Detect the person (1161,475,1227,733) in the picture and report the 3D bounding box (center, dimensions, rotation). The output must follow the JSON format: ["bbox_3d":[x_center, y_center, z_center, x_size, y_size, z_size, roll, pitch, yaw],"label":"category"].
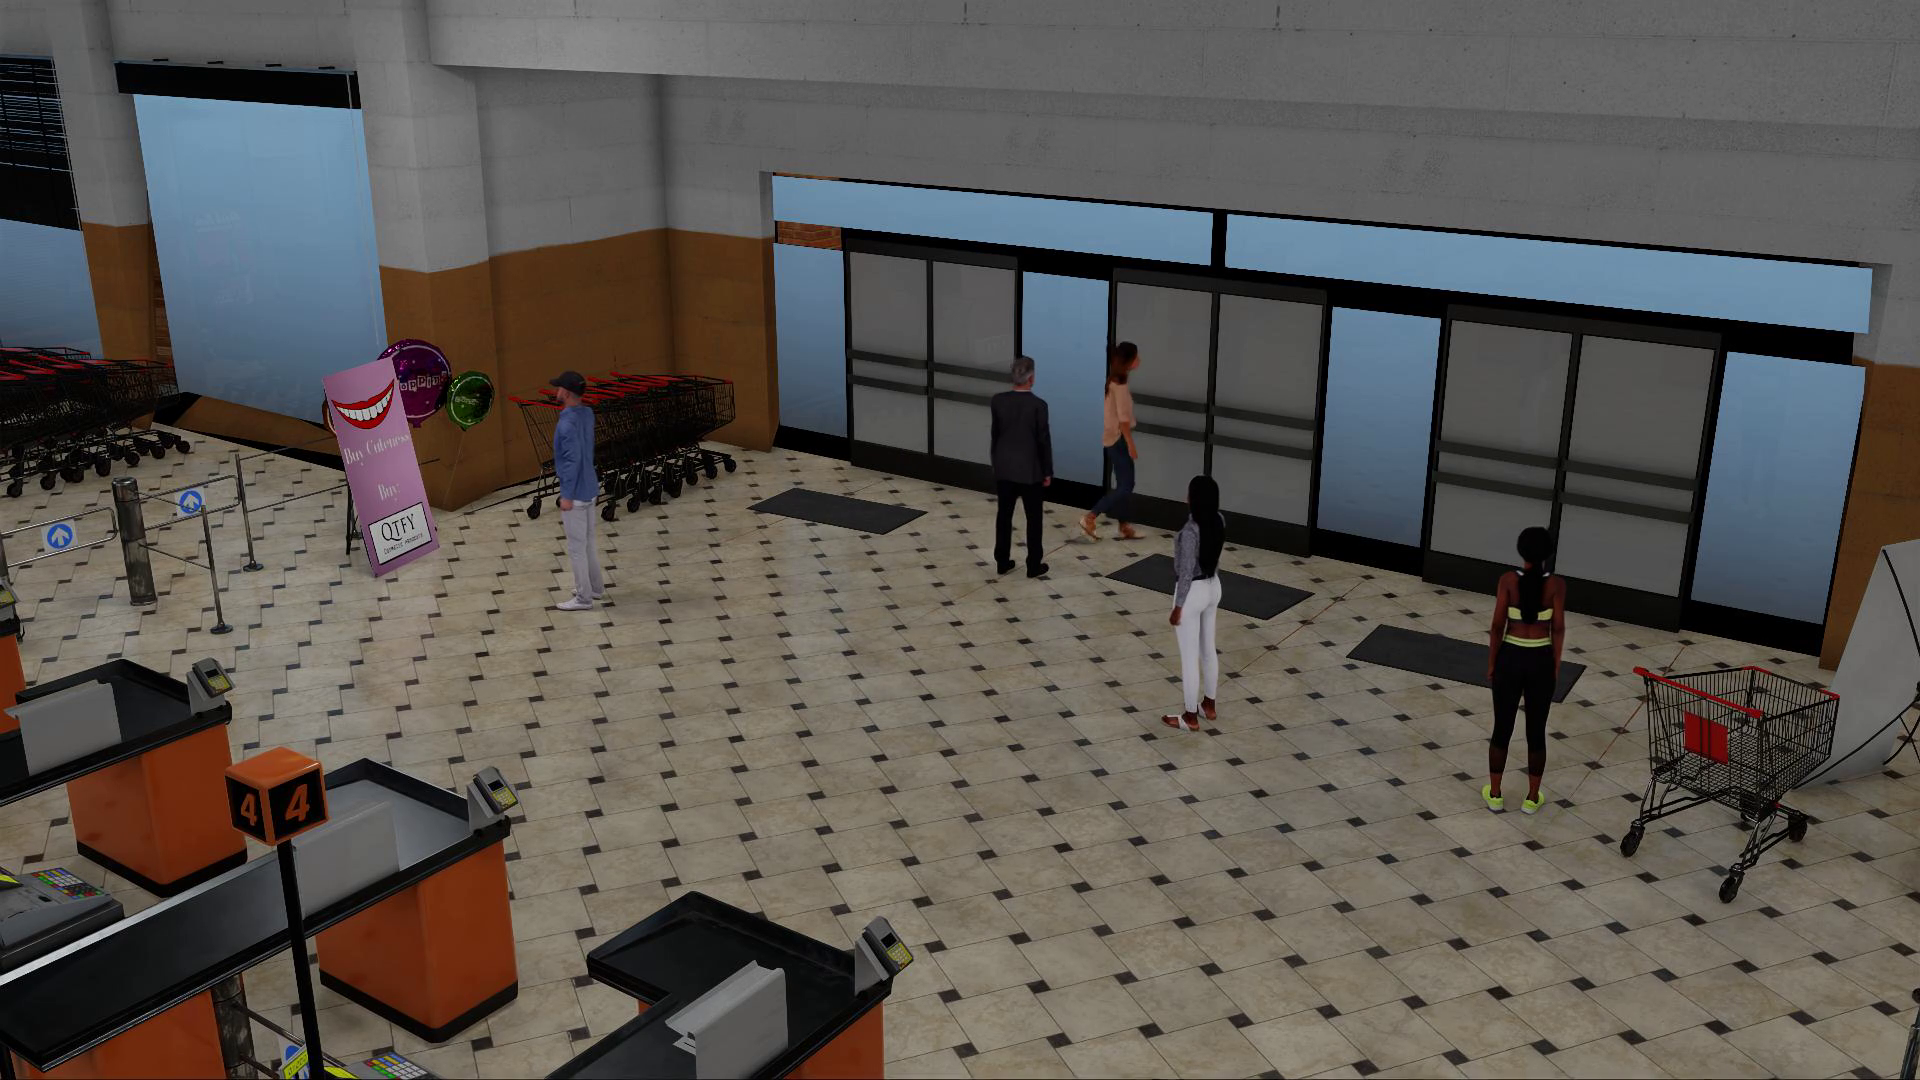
[{"bbox_3d":[1.546,0.397,10.822,0.677,1.724,0.495,17,25,40],"label":"person"}]

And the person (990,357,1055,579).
[{"bbox_3d":[0.476,-0.598,13.588,0.762,1.841,0.682,9,21,25],"label":"person"}]

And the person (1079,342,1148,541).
[{"bbox_3d":[1.307,-0.823,14.358,0.862,1.776,0.870,1,19,4],"label":"person"}]

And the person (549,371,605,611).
[{"bbox_3d":[-2.969,-0.389,12.895,0.798,1.888,0.662,3,19,8],"label":"person"}]

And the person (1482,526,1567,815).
[{"bbox_3d":[3.291,0.759,9.701,0.619,1.752,0.598,6,19,17],"label":"person"}]
